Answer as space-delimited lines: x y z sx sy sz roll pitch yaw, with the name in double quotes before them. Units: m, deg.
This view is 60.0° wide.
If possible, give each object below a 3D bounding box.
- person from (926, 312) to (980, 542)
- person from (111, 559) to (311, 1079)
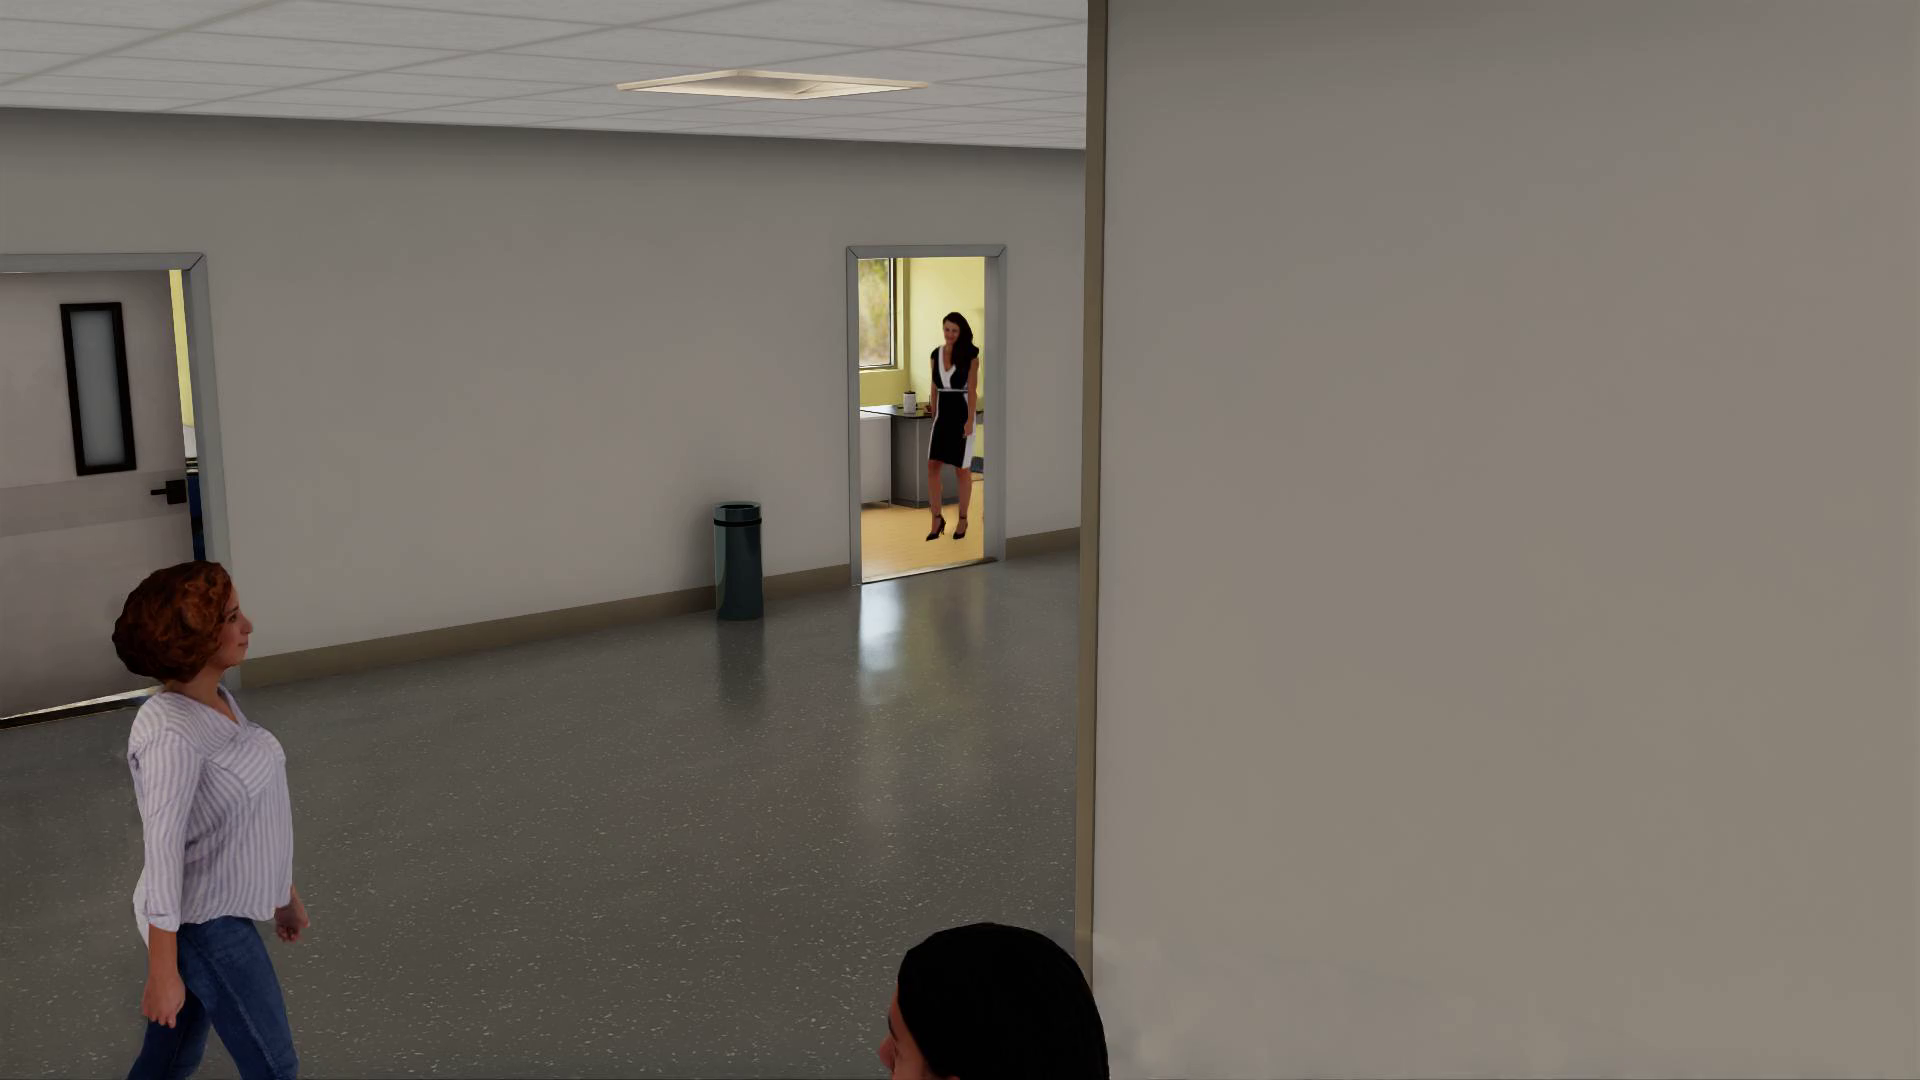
"person" -0.004 -0.885 13.007 0.733 1.779 0.806 4 12 22
"person" -1.866 0.895 3.877 1.110 1.684 0.932 -2 11 -13
